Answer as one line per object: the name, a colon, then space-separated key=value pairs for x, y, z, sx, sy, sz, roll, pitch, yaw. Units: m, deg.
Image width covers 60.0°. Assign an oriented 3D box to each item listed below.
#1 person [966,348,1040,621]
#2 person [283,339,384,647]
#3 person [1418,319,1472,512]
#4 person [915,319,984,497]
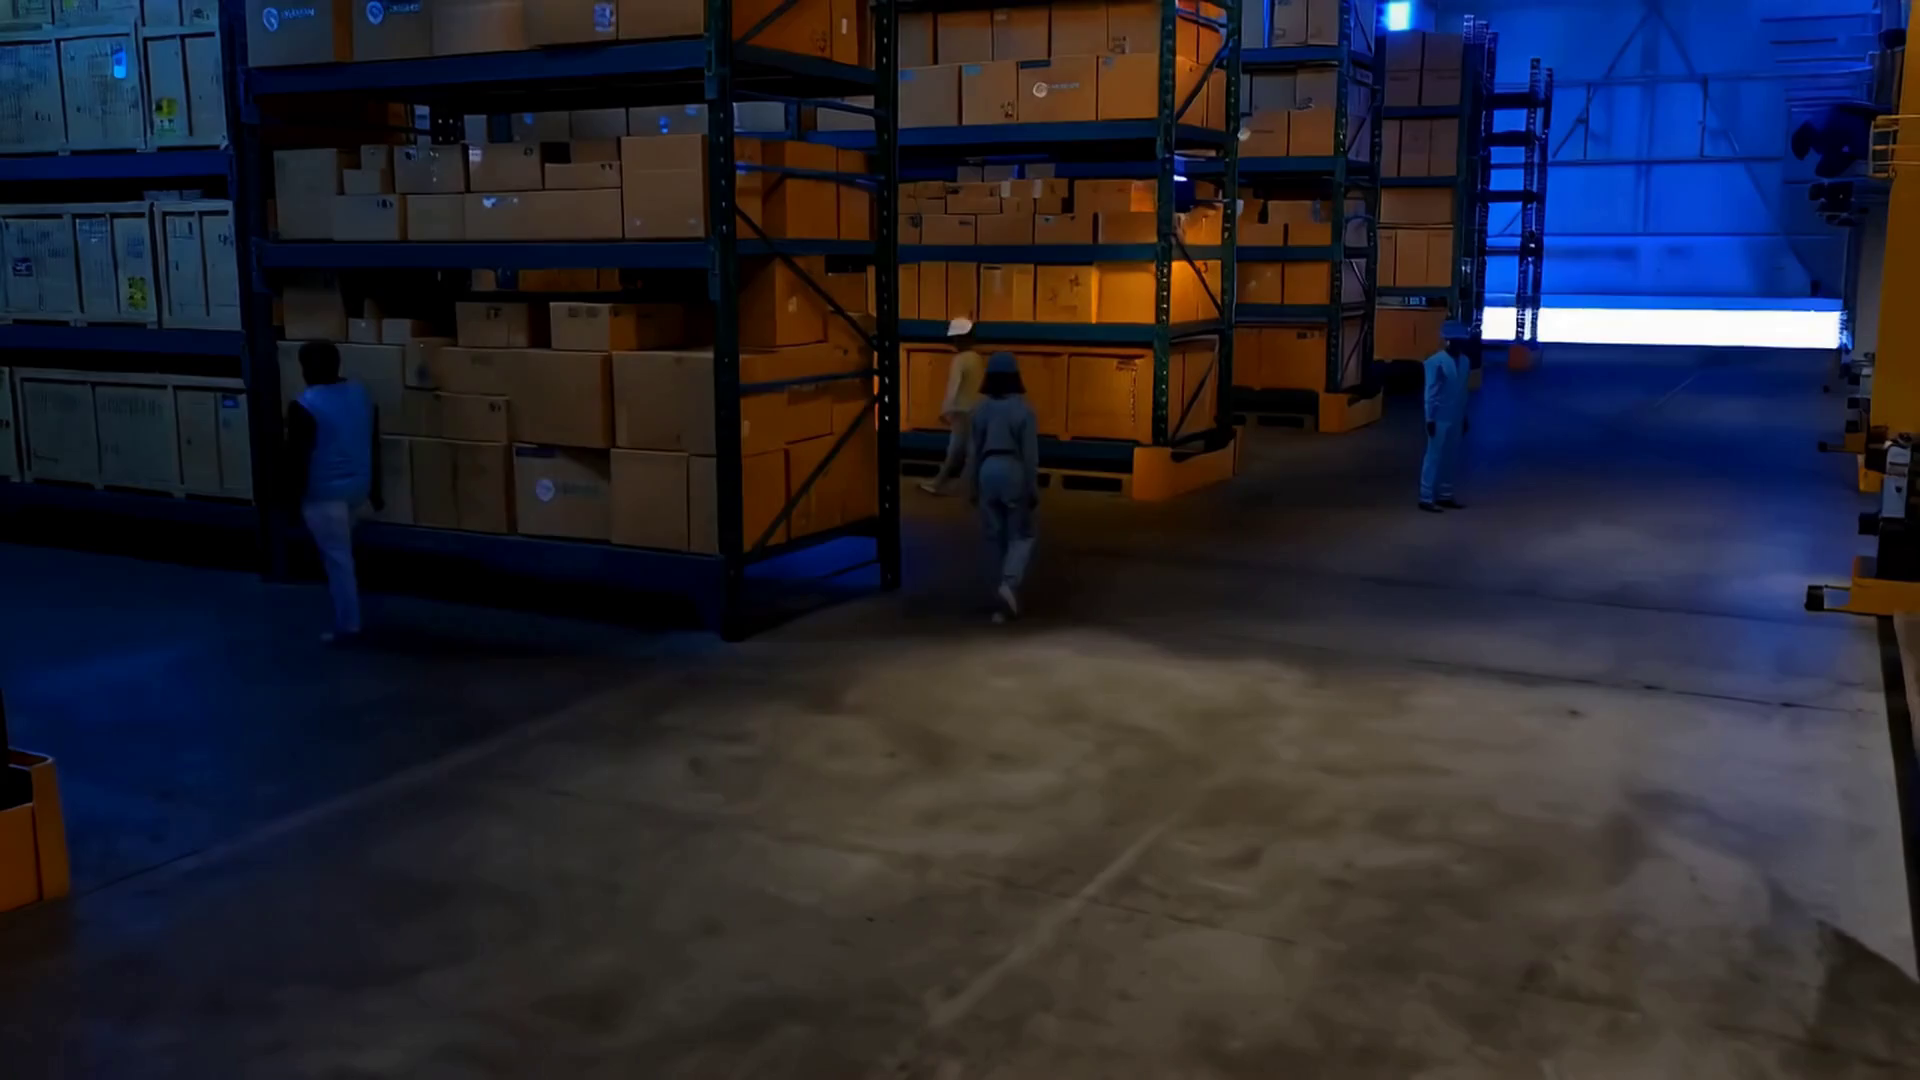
person: x=0.273 y=-0.339 z=10.491 sx=0.493 sy=1.730 sz=0.405 roll=4 pitch=11 yaw=23
person: x=-3.760 y=-0.270 z=9.852 sx=0.542 sy=1.825 sz=0.662 roll=4 pitch=10 yaw=21
person: x=4.424 y=-1.122 z=15.040 sx=0.567 sy=1.742 sz=0.351 roll=-6 pitch=12 yaw=-32
person: x=0.001 y=-1.222 z=15.673 sx=0.925 sy=1.710 sz=0.548 roll=3 pitch=10 yaw=19
